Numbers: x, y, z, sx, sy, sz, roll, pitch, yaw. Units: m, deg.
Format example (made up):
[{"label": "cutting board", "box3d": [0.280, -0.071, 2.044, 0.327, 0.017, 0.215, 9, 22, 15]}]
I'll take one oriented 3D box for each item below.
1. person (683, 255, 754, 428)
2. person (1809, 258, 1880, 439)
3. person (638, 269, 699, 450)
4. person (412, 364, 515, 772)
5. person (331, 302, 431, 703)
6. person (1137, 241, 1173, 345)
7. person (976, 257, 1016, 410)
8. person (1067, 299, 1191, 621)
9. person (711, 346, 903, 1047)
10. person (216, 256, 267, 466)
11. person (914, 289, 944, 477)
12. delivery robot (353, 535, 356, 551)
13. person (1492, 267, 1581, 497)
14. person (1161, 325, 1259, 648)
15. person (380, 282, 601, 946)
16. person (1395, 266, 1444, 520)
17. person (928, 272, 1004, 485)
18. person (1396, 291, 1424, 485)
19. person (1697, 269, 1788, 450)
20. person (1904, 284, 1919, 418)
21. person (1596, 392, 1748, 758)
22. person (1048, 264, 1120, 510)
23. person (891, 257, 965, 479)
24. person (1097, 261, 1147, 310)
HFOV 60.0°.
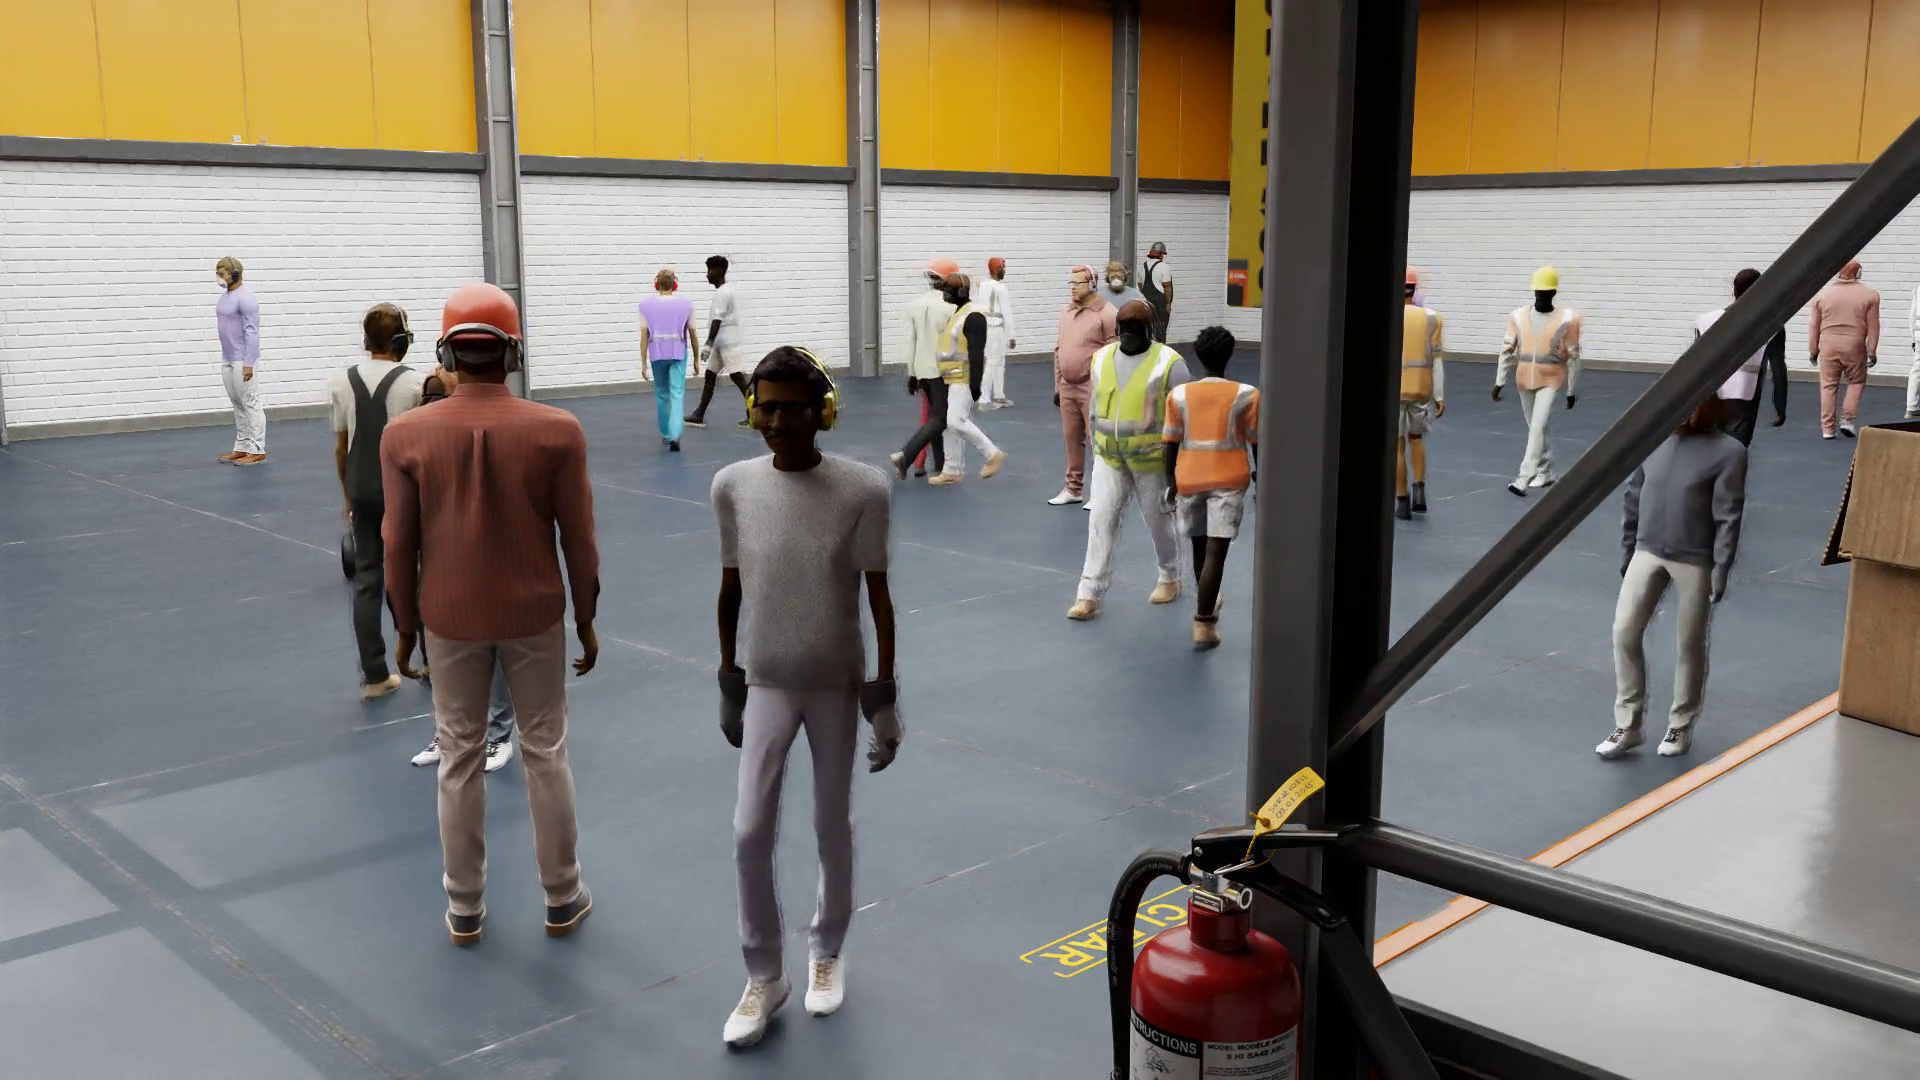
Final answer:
[{"label": "person", "box3d": [-2.636, -2.184, 18.413, 1.001, 1.919, 0.624, -1, 10, -6]}, {"label": "person", "box3d": [9.258, -1.997, 17.422, 0.672, 1.892, 0.508, 8, 13, 36]}, {"label": "person", "box3d": [-2.915, -1.811, 16.684, 0.583, 1.805, 0.956, -2, 11, -9]}, {"label": "person", "box3d": [-1.984, 0.113, 6.636, 0.501, 1.633, 0.282, 3, 11, 18]}, {"label": "person", "box3d": [-2.613, -0.192, 7.789, 0.548, 1.816, 0.751, 1, 10, 7]}, {"label": "person", "box3d": [3.355, -4.039, 28.167, 0.537, 2.000, 0.680, -9, 14, -42]}, {"label": "person", "box3d": [0.483, -2.522, 20.389, 0.743, 1.856, 0.628, -6, 12, -30]}, {"label": "person", "box3d": [0.993, -0.466, 9.411, 0.645, 1.785, 0.968, 6, 12, 31]}, {"label": "person", "box3d": [-0.406, 0.417, 4.391, 0.533, 1.846, 0.659, 1, 10, 4]}, {"label": "person", "box3d": [-6.719, -1.663, 15.497, 0.632, 1.938, 0.368, 10, 14, 43]}, {"label": "person", "box3d": [-0.148, -1.413, 14.668, 0.529, 1.737, 0.428, 4, 11, 22]}, {"label": "delivery robot", "box3d": [-3.537, -0.046, 10.194, 0.477, 0.478, 0.707, -4, 11, -19]}, {"label": "person", "box3d": [4.783, -1.308, 13.761, 0.600, 1.869, 1.027, 9, 14, 42]}, {"label": "person", "box3d": [1.364, -0.299, 8.810, 0.536, 1.655, 0.831, 5, 12, 27]}, {"label": "person", "box3d": [-1.401, 0.244, 5.030, 0.622, 1.958, 0.402, -2, 11, -11]}, {"label": "person", "box3d": [3.344, -1.112, 12.551, 0.571, 1.910, 0.473, 0, 10, 1]}, {"label": "person", "box3d": [0.024, -1.370, 14.196, 0.542, 1.825, 0.633, -5, 11, -24]}, {"label": "person", "box3d": [3.644, -1.486, 14.240, 0.614, 2.043, 0.374, 3, 11, 15]}, {"label": "person", "box3d": [5.710, -1.012, 12.150, 0.627, 1.853, 0.923, 9, 14, 40]}, {"label": "person", "box3d": [11.239, -2.322, 19.233, 0.344, 1.882, 0.584, -2, 11, -10]}, {"label": "person", "box3d": [2.849, 0.106, 6.691, 0.610, 1.611, 0.513, -10, 14, -43]}, {"label": "person", "box3d": [0.961, -1.188, 12.989, 0.403, 1.906, 0.652, -10, 14, -42]}, {"label": "person", "box3d": [-0.263, -1.438, 14.237, 0.838, 1.959, 0.646, -9, 14, -40]}, {"label": "person", "box3d": [1.622, -1.949, 17.250, 0.629, 1.884, 1.020, 1, 10, 8]}]
